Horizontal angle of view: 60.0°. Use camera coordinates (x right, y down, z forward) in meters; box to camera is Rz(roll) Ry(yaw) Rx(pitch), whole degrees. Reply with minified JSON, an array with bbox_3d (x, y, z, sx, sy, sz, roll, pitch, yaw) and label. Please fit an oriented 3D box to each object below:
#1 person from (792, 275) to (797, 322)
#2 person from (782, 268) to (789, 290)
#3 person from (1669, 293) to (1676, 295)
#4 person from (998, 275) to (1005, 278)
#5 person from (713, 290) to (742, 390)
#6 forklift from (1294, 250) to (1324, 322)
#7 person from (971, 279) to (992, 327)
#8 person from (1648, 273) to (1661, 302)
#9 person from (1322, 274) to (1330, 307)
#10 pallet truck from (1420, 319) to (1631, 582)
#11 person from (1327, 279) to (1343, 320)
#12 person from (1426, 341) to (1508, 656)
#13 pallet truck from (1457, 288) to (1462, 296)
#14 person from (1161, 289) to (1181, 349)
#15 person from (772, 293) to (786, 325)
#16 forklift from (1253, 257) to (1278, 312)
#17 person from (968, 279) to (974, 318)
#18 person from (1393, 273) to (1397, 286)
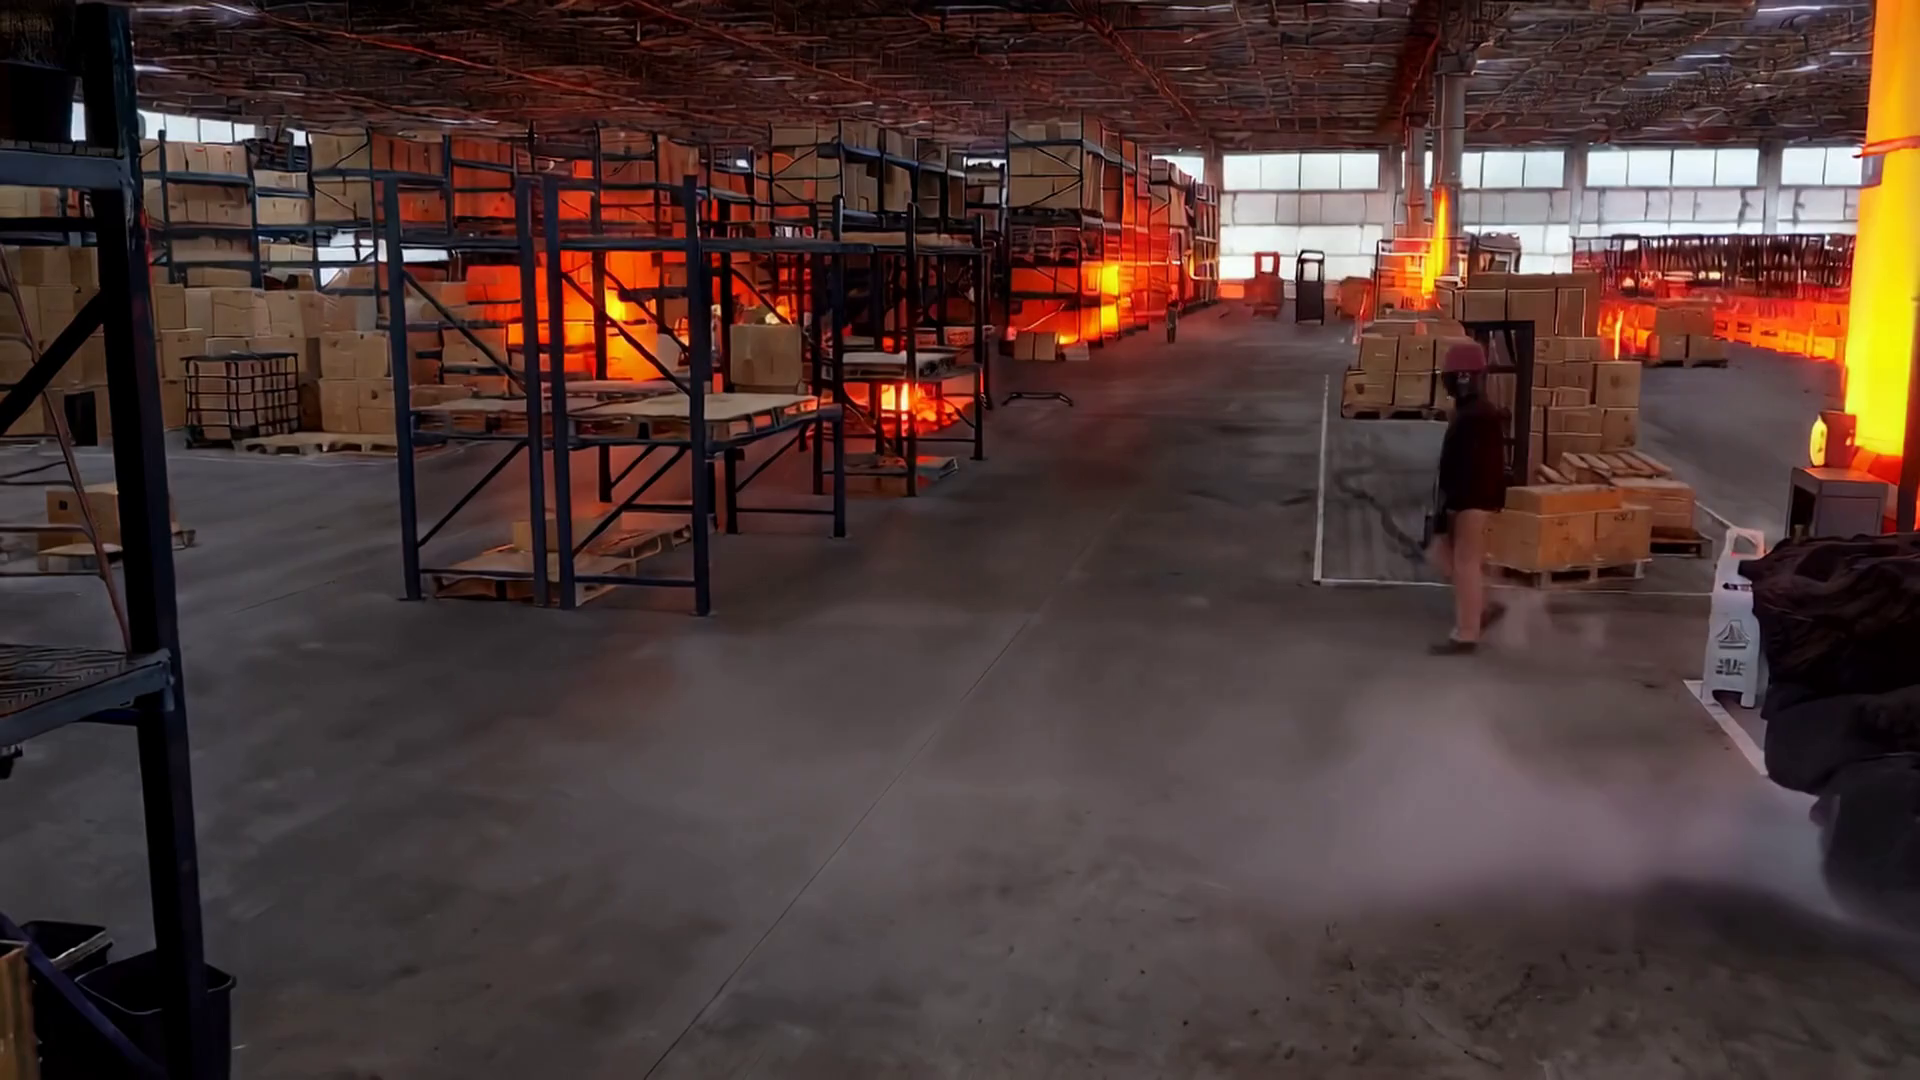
[{"bbox_3d":[-6.484,-9.563,65.911,0.390,1.840,0.565,7,12,35],"label":"person"},{"bbox_3d":[-8.080,-11.674,77.810,0.605,2.045,0.376,6,11,30],"label":"person"},{"bbox_3d":[35.897,-12.508,83.460,0.628,1.799,0.802,1,10,4],"label":"person"},{"bbox_3d":[2.336,-14.250,93.732,0.722,1.818,0.634,9,13,44],"label":"person"},{"bbox_3d":[-4.407,-3.819,31.683,0.587,1.913,0.391,-5,11,-28],"label":"person"},{"bbox_3d":[13.778,-10.002,65.433,1.129,2.768,1.873,2,10,12],"label":"forklift"},{"bbox_3d":[0.673,-6.846,49.657,0.574,1.888,0.961,3,10,15],"label":"person"},{"bbox_3d":[27.213,-9.489,65.151,0.386,1.948,0.601,-4,10,-23],"label":"person"},{"bbox_3d":[18.771,-12.869,85.809,0.570,1.733,0.718,-7,12,-34],"label":"person"},{"bbox_3d":[4.543,-0.757,13.299,0.823,1.965,1.885,-4,10,-22],"label":"pallet truck"},{"bbox_3d":[15.248,-9.743,67.466,0.578,1.678,0.548,1,10,5],"label":"person"},{"bbox_3d":[3.135,-0.240,10.329,0.469,1.973,0.613,1,10,6],"label":"person"},{"bbox_3d":[20.506,-9.785,68.819,0.653,1.274,1.630,2,10,12],"label":"pallet truck"},{"bbox_3d":[5.865,-6.142,46.202,0.544,1.652,0.864,2,10,14],"label":"person"},{"bbox_3d":[-4.232,-4.920,38.838,0.321,1.697,0.529,0,10,2],"label":"person"},{"bbox_3d":[14.356,-12.107,77.899,1.129,2.768,1.873,2,10,12],"label":"forklift"},{"bbox_3d":[0.586,-9.113,63.627,0.939,1.711,0.513,3,10,15],"label":"person"},{"bbox_3d":[22.974,-13.263,88.142,0.353,1.734,0.485,8,12,39],"label":"person"}]
